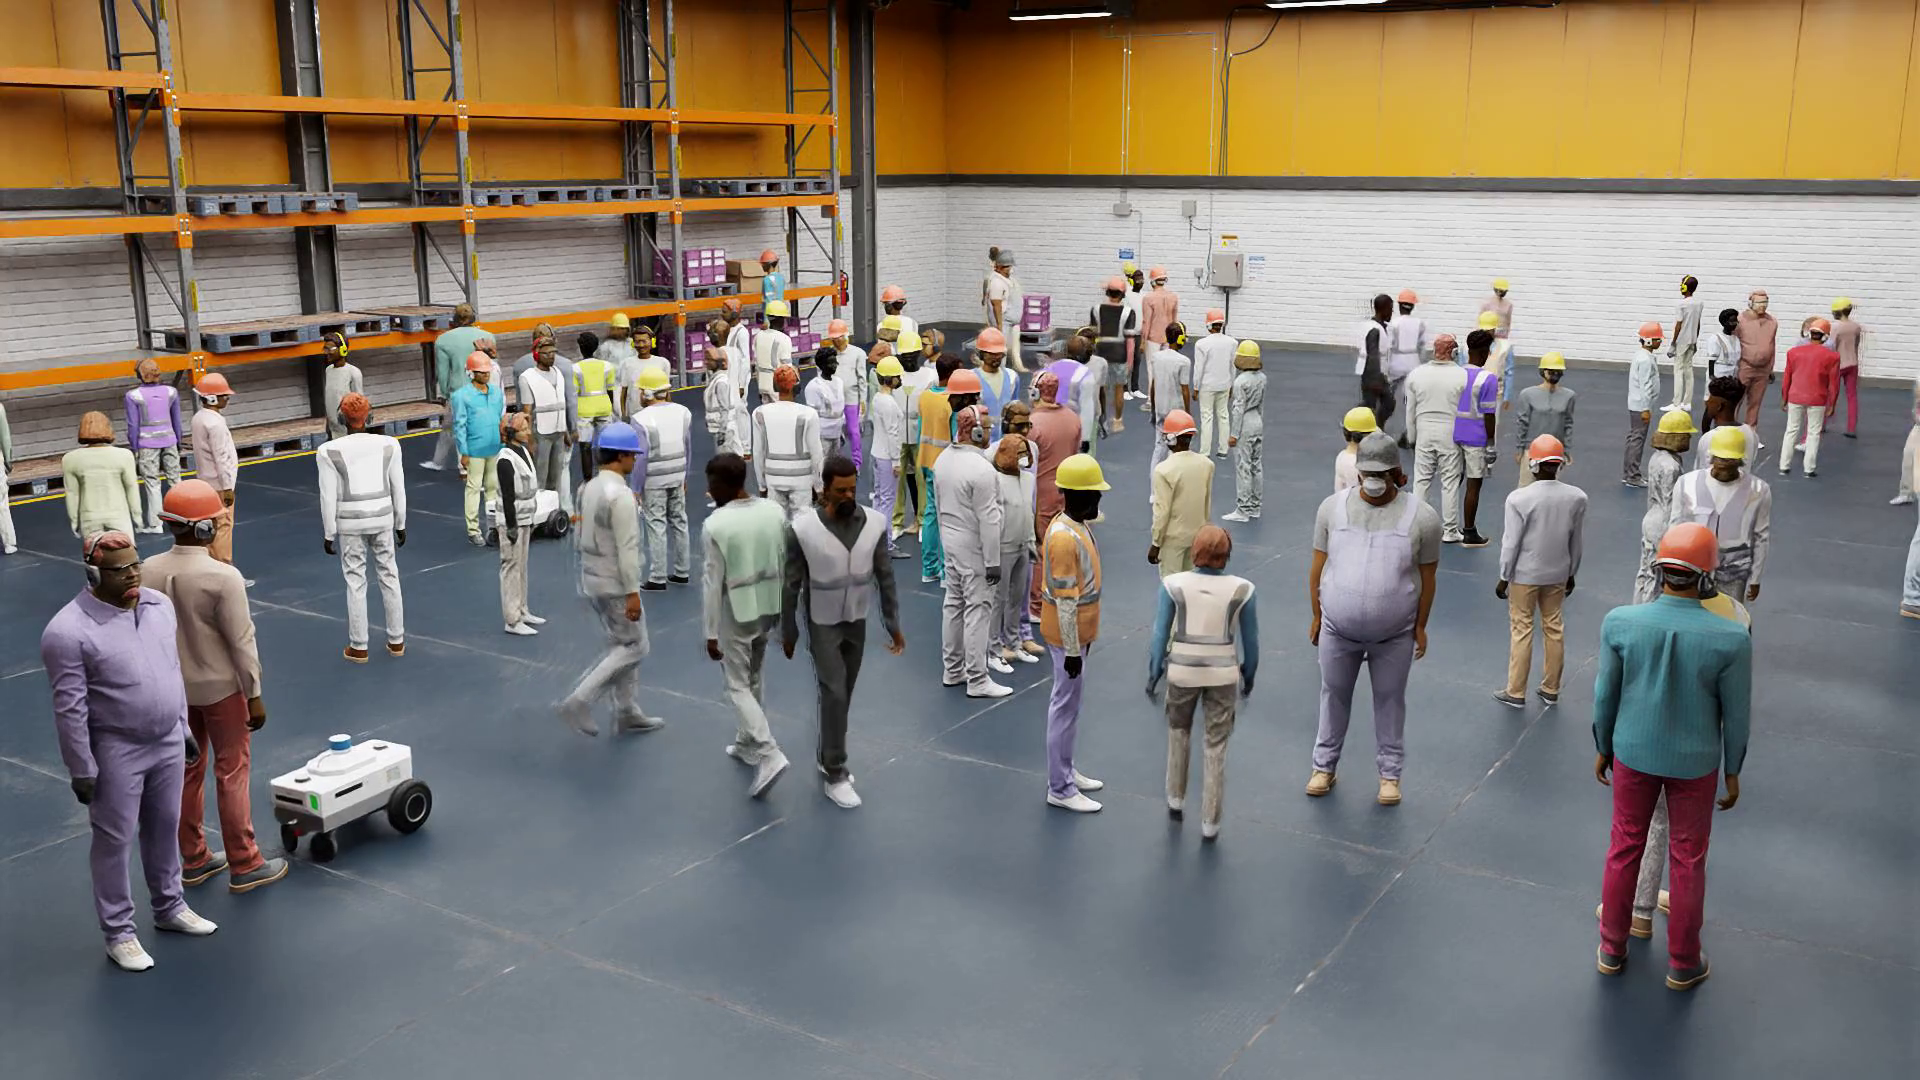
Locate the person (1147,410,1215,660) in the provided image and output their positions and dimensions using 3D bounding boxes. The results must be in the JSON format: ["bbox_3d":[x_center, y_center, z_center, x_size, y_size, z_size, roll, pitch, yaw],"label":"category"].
[{"bbox_3d":[1.511,-0.037,11.596,0.572,1.749,0.343,-11,17,-40],"label":"person"}]

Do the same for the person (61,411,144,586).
[{"bbox_3d":[-6.345,-0.144,12.348,0.504,1.628,0.278,-4,13,-15],"label":"person"}]

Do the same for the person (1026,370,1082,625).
[{"bbox_3d":[0.615,-0.319,12.483,0.409,1.909,0.639,11,17,41],"label":"person"}]

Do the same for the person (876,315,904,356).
[{"bbox_3d":[-0.788,-1.658,18.685,0.324,1.730,0.491,-3,13,-12],"label":"person"}]

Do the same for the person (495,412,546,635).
[{"bbox_3d":[-3.258,-0.130,12.244,0.315,1.641,0.515,0,13,0],"label":"person"}]

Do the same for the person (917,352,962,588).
[{"bbox_3d":[-0.137,-0.570,13.548,0.370,1.916,0.597,-9,16,-35],"label":"person"}]

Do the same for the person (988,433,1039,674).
[{"bbox_3d":[0.357,0.079,11.357,0.285,1.633,0.497,10,16,37],"label":"person"}]

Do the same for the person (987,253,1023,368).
[{"bbox_3d":[0.696,-3.395,25.531,0.535,2.000,0.682,3,13,12],"label":"person"}]

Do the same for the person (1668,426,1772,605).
[{"bbox_3d":[4.767,0.177,10.514,0.592,1.825,0.403,6,14,25],"label":"person"}]

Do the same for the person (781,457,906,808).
[{"bbox_3d":[-0.609,0.485,9.037,0.605,1.885,0.808,-9,16,-34],"label":"person"}]

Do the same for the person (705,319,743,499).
[{"bbox_3d":[-2.429,-1.336,17.028,0.346,1.846,0.505,6,14,23],"label":"person"}]

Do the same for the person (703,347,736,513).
[{"bbox_3d":[-2.356,-1.079,16.365,0.315,1.639,0.514,-3,13,-13],"label":"person"}]

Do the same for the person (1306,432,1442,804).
[{"bbox_3d":[2.207,0.422,8.975,0.679,2.000,0.537,5,14,20],"label":"person"}]

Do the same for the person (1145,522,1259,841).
[{"bbox_3d":[1.261,0.710,8.656,0.578,1.610,0.644,2,13,8],"label":"person"}]

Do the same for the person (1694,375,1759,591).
[{"bbox_3d":[5.363,-0.185,11.772,0.608,1.966,0.371,-10,16,-36],"label":"person"}]

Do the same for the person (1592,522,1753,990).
[{"bbox_3d":[2.969,0.905,6.982,0.611,1.995,0.381,8,15,32],"label":"person"}]

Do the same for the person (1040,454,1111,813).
[{"bbox_3d":[0.615,0.489,8.935,0.363,1.928,0.587,2,13,7],"label":"person"}]

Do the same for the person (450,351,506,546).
[{"bbox_3d":[-4.313,-0.836,15.062,0.326,1.752,0.563,8,15,31],"label":"person"}]

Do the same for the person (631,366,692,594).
[{"bbox_3d":[-2.411,-0.481,13.349,0.404,1.832,0.587,11,17,38],"label":"person"}]

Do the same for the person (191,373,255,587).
[{"bbox_3d":[-6.018,-0.486,13.543,0.341,1.749,0.572,-10,17,-38],"label":"person"}]

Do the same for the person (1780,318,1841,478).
[{"bbox_3d":[9.304,-1.552,18.203,0.575,1.738,0.351,10,17,38],"label":"person"}]

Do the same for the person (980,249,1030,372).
[{"bbox_3d":[0.722,-3.733,26.999,0.660,2.000,0.687,8,15,30],"label":"person"}]

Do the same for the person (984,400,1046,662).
[{"bbox_3d":[0.367,-0.064,11.545,0.515,1.835,0.354,-12,18,-42],"label":"person"}]

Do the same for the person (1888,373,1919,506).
[{"bbox_3d":[9.619,-1.112,16.543,0.655,1.609,0.535,-5,14,-20],"label":"person"}]

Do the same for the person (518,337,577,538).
[{"bbox_3d":[-3.834,-0.960,15.396,0.376,1.844,0.571,6,14,24],"label":"person"}]

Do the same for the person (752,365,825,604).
[{"bbox_3d":[-1.329,-0.430,13.020,0.576,1.882,0.355,4,13,16],"label":"person"}]

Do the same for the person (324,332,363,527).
[{"bbox_3d":[-5.779,-1.013,15.573,0.509,1.872,0.328,8,15,31],"label":"person"}]

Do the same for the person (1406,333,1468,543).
[{"bbox_3d":[4.368,-0.923,15.104,0.641,1.909,0.409,9,16,33],"label":"person"}]

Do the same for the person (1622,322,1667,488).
[{"bbox_3d":[7.276,-1.440,17.682,0.330,1.751,0.563,3,13,14],"label":"person"}]

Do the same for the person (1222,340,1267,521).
[{"bbox_3d":[2.747,-1.052,16.021,0.297,1.744,0.487,10,17,38],"label":"person"}]

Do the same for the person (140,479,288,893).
[{"bbox_3d":[-3.563,0.696,7.886,0.622,1.994,0.381,4,14,17],"label":"person"}]

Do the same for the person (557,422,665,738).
[{"bbox_3d":[-2.103,0.265,9.933,0.597,1.919,0.636,-7,15,-27],"label":"person"}]

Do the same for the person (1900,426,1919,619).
[{"bbox_3d":[7.430,-0.394,12.616,0.387,1.992,0.626,8,15,32],"label":"person"}]

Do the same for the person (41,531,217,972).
[{"bbox_3d":[-3.579,0.894,7.221,0.409,1.907,0.651,5,14,20],"label":"person"}]

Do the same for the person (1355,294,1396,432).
[{"bbox_3d":[4.874,-1.913,19.409,0.509,1.896,0.613,5,14,21],"label":"person"}]

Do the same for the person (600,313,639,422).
[{"bbox_3d":[-3.932,-1.794,19.325,0.495,1.713,0.847,-8,15,-32],"label":"person"}]

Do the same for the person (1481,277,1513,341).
[{"bbox_3d":[7.877,-3.045,24.645,0.539,1.743,0.663,-2,13,-10],"label":"person"}]

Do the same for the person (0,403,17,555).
[{"bbox_3d":[-8.543,-0.649,14.501,0.515,1.641,0.308,-10,16,-36],"label":"person"}]

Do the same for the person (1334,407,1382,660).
[{"bbox_3d":[2.741,-0.055,11.645,0.331,1.768,0.526,1,13,2],"label":"person"}]

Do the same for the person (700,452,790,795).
[{"bbox_3d":[-1.139,0.433,9.294,0.819,1.888,0.654,11,17,41],"label":"person"}]

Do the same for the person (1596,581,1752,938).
[{"bbox_3d":[3.170,0.875,7.451,0.623,1.844,0.429,-5,14,-20],"label":"person"}]

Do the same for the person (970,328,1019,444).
[{"bbox_3d":[0.270,-0.803,14.282,0.615,2.041,0.387,-8,15,-31],"label":"person"}]
